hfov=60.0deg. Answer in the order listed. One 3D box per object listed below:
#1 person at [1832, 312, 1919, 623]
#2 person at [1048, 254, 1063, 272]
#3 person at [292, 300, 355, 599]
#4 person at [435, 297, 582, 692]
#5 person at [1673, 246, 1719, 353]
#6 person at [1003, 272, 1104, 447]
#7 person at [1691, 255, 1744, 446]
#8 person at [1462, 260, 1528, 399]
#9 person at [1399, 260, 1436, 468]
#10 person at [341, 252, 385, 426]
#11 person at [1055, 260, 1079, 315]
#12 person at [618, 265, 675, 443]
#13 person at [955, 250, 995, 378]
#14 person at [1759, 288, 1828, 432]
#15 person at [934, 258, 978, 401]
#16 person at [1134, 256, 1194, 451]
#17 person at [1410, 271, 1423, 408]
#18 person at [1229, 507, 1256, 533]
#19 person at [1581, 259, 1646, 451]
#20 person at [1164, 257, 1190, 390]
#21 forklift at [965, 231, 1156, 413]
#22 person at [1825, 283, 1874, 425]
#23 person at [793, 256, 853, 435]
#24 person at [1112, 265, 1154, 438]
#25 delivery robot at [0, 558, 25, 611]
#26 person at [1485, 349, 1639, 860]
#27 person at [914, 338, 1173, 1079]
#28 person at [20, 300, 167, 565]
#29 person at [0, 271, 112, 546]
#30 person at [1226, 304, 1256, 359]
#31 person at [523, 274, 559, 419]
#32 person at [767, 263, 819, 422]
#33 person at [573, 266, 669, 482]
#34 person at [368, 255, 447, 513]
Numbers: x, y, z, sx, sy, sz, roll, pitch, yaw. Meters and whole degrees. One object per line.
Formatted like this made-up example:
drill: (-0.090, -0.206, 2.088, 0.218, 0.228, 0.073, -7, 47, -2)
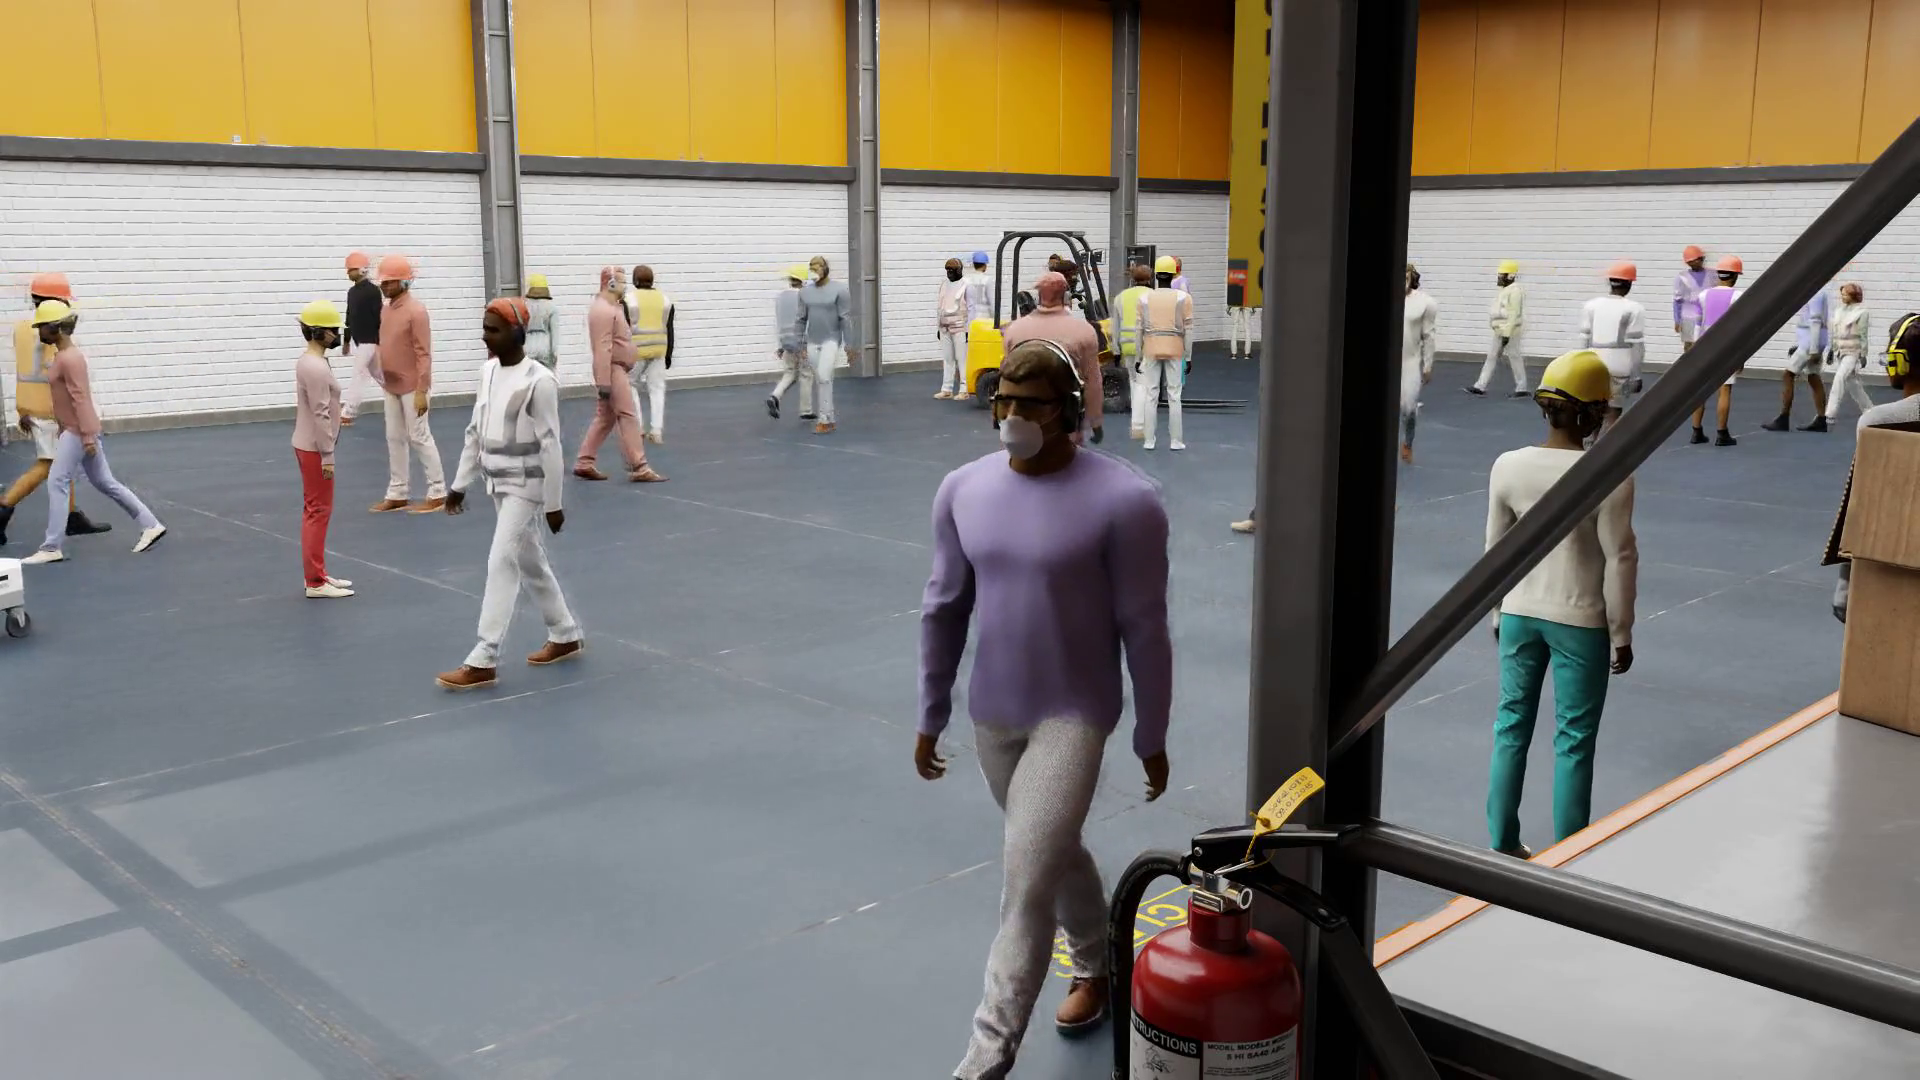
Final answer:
person: (3.401, 0.120, 6.000, 0.509, 1.860, 0.318, -2, 11, -12)
person: (1.319, -3.042, 23.211, 0.319, 1.866, 0.532, -7, 12, -32)
person: (-3.758, -0.534, 9.837, 0.351, 1.756, 0.518, -5, 12, -26)
person: (-2.185, -0.237, 7.998, 0.854, 1.845, 0.581, -9, 14, -40)
person: (10.275, -3.088, 23.127, 0.733, 1.989, 0.521, 1, 10, 6)
person: (0.615, -0.790, 10.856, 0.649, 1.893, 0.446, 4, 11, 23)
person: (7.739, -1.924, 16.925, 0.368, 1.936, 0.544, -9, 14, -41)
person: (7.025, -2.723, 21.636, 0.886, 1.796, 0.615, 0, 10, -1)
person: (3.944, -1.567, 15.011, 0.629, 1.919, 0.436, 4, 11, 19)
person: (-6.733, -2.271, 18.816, 1.045, 1.942, 0.644, -9, 14, -42)
person: (0.910, -1.728, 15.949, 0.458, 1.898, 0.633, 3, 11, 14)
person: (-3.264, -1.915, 17.161, 0.658, 1.824, 0.560, -7, 13, -34)
person: (0.239, -3.245, 24.191, 0.878, 1.918, 0.620, -10, 14, -44)
person: (9.120, -2.121, 18.100, 0.808, 1.904, 0.551, 6, 12, 31)
person: (-0.074, -2.729, 21.584, 0.623, 1.839, 0.429, 9, 14, 41)
person: (2.017, -1.842, 16.499, 0.585, 1.928, 0.368, 2, 11, 11)
person: (5.550, -2.486, 20.634, 0.317, 1.696, 0.540, -8, 13, -36)
person: (2.348, -0.903, 11.761, 0.789, 1.793, 0.551, 3, 11, 14)
person: (5.801, -1.520, 14.761, 0.404, 1.918, 0.564, -9, 14, -42)
person: (3.004, -3.003, 23.076, 0.390, 1.838, 0.563, -2, 11, -11)
forklift: (1.222, -2.721, 20.561, 2.313, 2.155, 1.214, 2, 11, 13)
person: (10.078, -2.099, 18.785, 0.823, 1.607, 0.528, -1, 10, -7)
person: (-1.529, -2.074, 17.816, 0.650, 1.906, 0.801, 5, 12, 27)
person: (1.999, -2.008, 17.724, 0.636, 1.812, 0.792, 8, 13, 37)
delivery robot: (-5.210, 0.251, 8.574, 0.477, 0.478, 0.707, 3, 11, 15)
person: (1.962, 0.265, 5.445, 0.316, 1.769, 0.524, -8, 13, -38)
person: (0.180, 0.447, 4.138, 0.646, 1.884, 1.047, 7, 13, 34)
person: (-5.772, -0.724, 10.995, 0.886, 1.725, 0.531, -6, 12, -29)
person: (-6.430, -0.908, 11.524, 0.588, 1.898, 0.870, 8, 13, 37)
person: (4.875, -4.072, 28.817, 0.514, 1.872, 0.328, 2, 11, 9)
person: (-4.759, -2.148, 18.787, 0.491, 1.701, 0.879, -1, 10, -5)
person: (-1.884, -2.231, 18.922, 0.600, 1.821, 0.590, 8, 13, 35)
person: (-2.997, -1.411, 14.382, 0.846, 1.889, 0.662, -2, 11, -10)
person: (-4.262, -1.175, 12.772, 0.646, 1.986, 0.551, 9, 14, 41)
